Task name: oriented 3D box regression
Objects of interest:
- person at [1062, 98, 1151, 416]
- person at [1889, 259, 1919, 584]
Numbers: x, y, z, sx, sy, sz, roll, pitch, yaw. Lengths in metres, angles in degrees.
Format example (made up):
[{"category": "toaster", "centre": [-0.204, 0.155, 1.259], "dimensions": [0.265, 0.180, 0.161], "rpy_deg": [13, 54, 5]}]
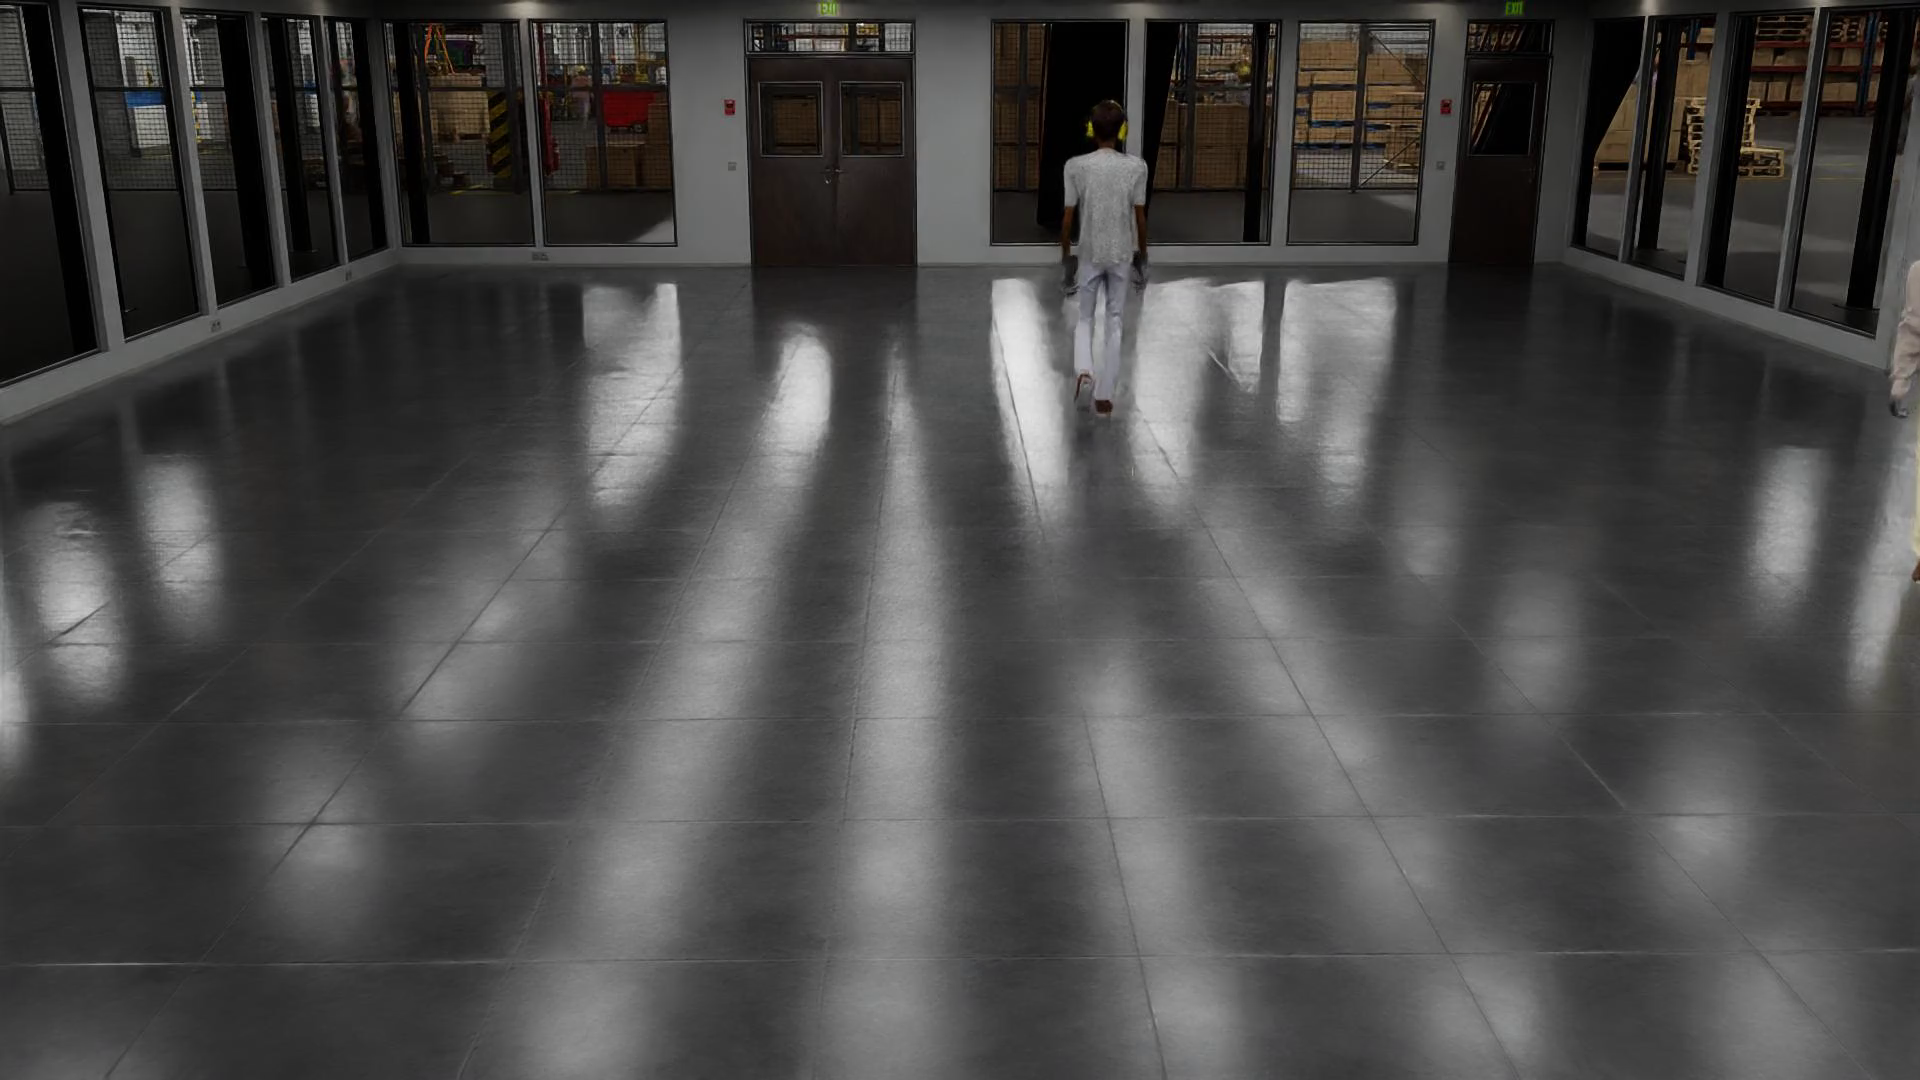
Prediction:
[{"category": "person", "centre": [0.866, -1.640, 9.789], "dimensions": [0.519, 1.850, 0.434], "rpy_deg": [2, 17, 7]}, {"category": "person", "centre": [3.985, -0.590, 6.637], "dimensions": [0.355, 1.608, 0.532], "rpy_deg": [-11, 20, -33]}]
